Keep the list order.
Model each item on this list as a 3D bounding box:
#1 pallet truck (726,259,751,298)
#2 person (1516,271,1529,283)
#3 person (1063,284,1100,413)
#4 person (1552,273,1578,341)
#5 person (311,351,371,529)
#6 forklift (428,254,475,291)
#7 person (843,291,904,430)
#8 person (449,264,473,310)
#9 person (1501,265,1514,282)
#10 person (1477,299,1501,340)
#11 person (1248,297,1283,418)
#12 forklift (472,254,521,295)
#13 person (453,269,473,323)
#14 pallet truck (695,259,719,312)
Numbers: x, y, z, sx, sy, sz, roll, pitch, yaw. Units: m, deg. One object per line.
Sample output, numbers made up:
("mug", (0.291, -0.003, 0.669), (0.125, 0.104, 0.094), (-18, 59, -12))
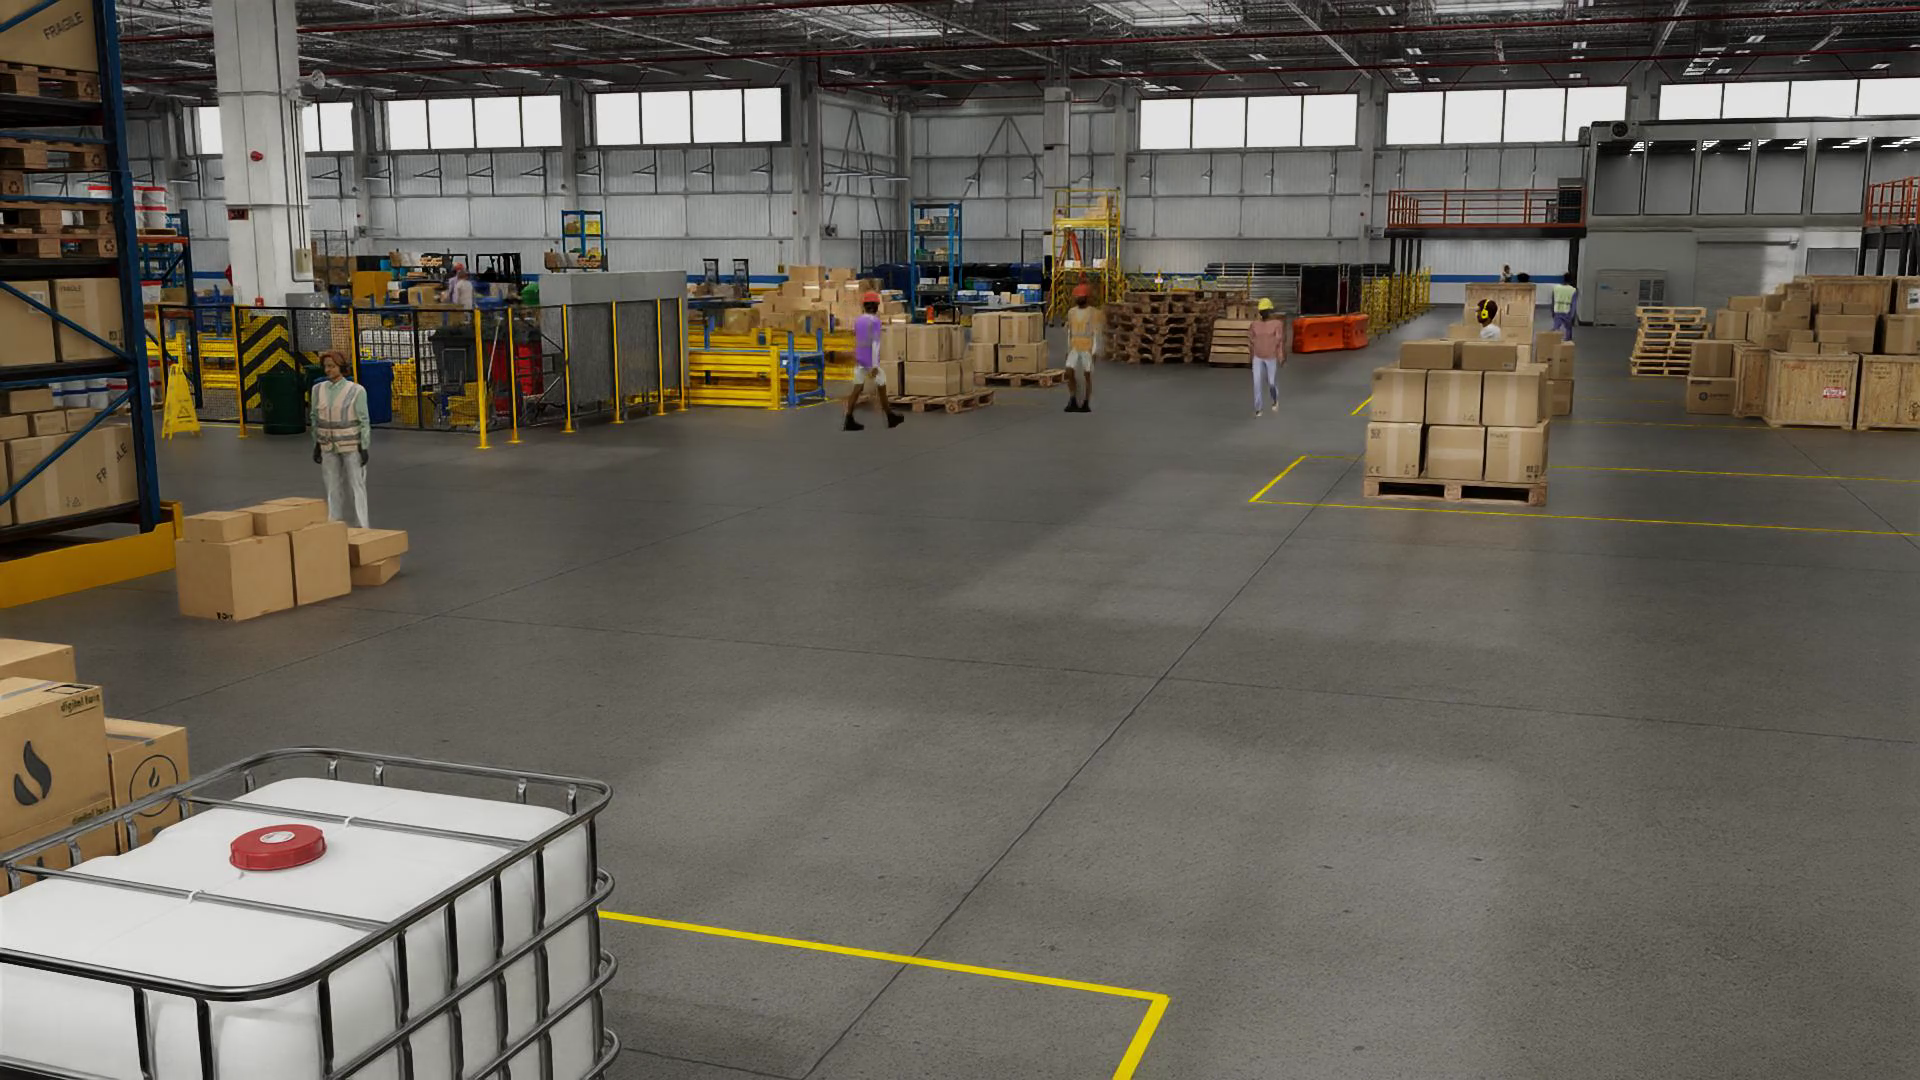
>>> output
("pallet truck", (-7.986, -9.493, 62.019), (0.823, 1.965, 1.885), (3, 11, 17))
("person", (11.784, -4.702, 35.167), (0.398, 1.959, 0.648), (8, 13, 38))
("person", (1.768, -2.832, 24.715), (0.570, 1.919, 0.650), (7, 12, 33))
("person", (13.908, -5.224, 38.362), (0.605, 1.872, 1.007), (8, 13, 37))
("person", (-5.110, -0.744, 13.750), (0.514, 1.642, 0.314), (2, 10, 13))
("forklift", (-20.133, -10.254, 65.465), (1.157, 1.987, 2.680), (3, 11, 19))
("person", (-1.224, -2.432, 22.592), (1.027, 1.876, 0.558), (-9, 14, -42))
("person", (-13.357, -6.374, 44.485), (0.621, 2.020, 0.970), (-2, 10, -9))
("person", (19.369, -8.857, 59.016), (0.586, 1.804, 0.768), (-2, 10, -13))
("person", (6.147, -1.870, 19.482), (0.335, 1.861, 0.520), (7, 12, 34))
("person", (4.465, -2.667, 24.273), (0.534, 1.745, 0.583), (5, 11, 25))
("forklift", (-17.990, -10.121, 64.684), (1.157, 1.987, 2.680), (3, 11, 17))
("person", (-12.477, -5.825, 41.657), (0.425, 1.888, 0.675), (4, 11, 20))
("pallet truck", (-9.165, -9.627, 62.776), (0.823, 1.965, 1.885), (4, 11, 23))
